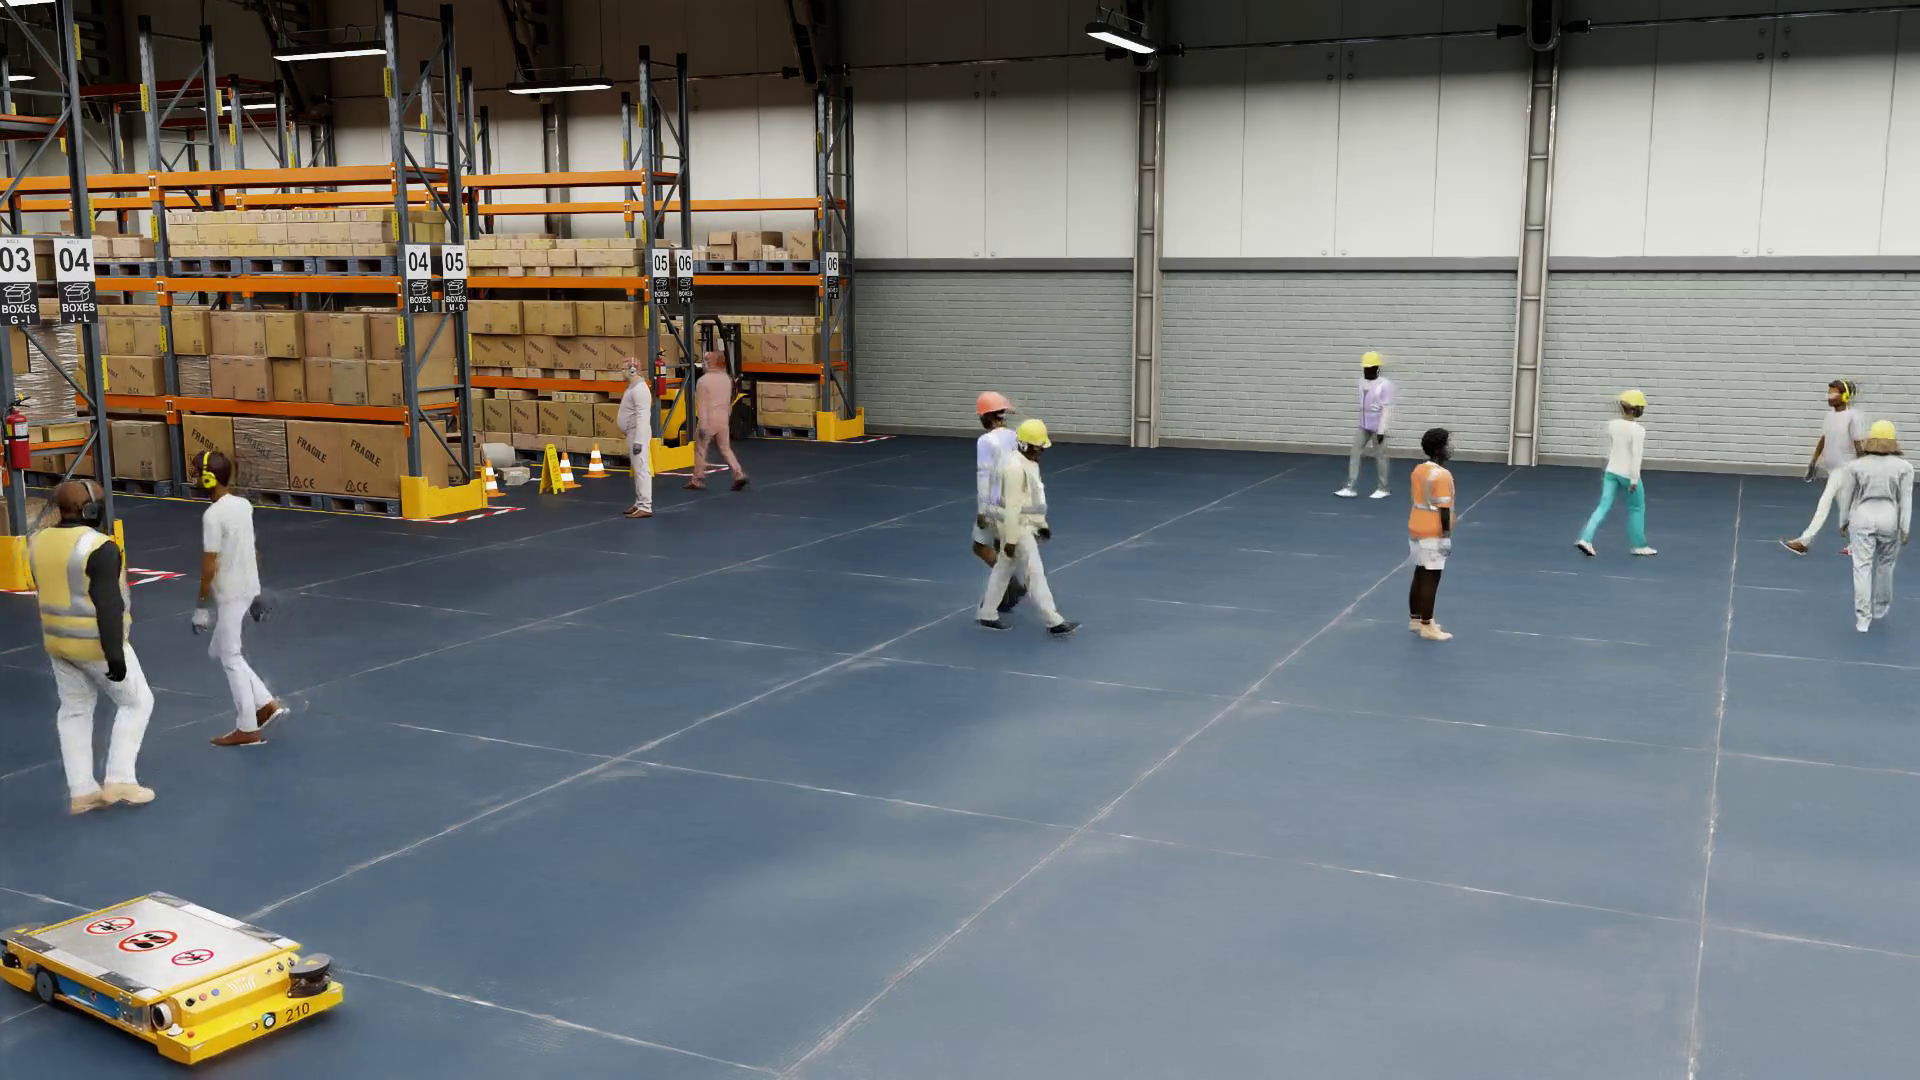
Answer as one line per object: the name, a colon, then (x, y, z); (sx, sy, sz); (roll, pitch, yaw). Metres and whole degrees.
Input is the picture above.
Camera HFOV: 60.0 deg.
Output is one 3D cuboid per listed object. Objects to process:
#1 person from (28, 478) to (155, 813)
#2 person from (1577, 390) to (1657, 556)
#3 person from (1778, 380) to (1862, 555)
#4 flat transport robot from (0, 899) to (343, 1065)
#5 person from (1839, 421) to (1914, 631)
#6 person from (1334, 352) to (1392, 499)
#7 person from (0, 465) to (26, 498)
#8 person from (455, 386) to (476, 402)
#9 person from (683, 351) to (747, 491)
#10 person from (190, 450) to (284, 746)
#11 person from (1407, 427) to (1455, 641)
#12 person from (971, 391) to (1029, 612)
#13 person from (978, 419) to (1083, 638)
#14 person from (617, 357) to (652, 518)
person: (-4.694, 0.574, 9.061); (0.649, 1.824, 0.538); (5, 10, 26)
person: (6.757, -0.680, 17.037); (0.864, 1.728, 0.523); (-4, 10, -21)
person: (8.928, -0.734, 17.093); (1.013, 1.810, 0.528); (-1, 9, -4)
flat transport robot: (-3.224, 1.728, 6.730); (1.431, 0.197, 0.652); (6, 11, 34)
person: (7.556, -0.134, 13.745); (0.513, 1.694, 0.879); (5, 11, 29)
person: (5.177, -1.444, 21.215); (0.908, 1.885, 0.606); (-6, 11, -31)
person: (-11.034, -1.066, 19.060); (0.430, 1.845, 0.624); (6, 11, 34)
person: (-8.410, -2.659, 28.215); (0.535, 2.000, 0.674); (6, 11, 33)
person: (-3.254, -1.573, 22.065); (0.925, 1.870, 0.647); (7, 11, 35)
person: (-4.514, 0.373, 10.222); (0.382, 1.848, 0.506); (-1, 9, -5)
person: (3.757, -0.048, 13.271); (0.320, 1.699, 0.557); (-1, 9, -7)
person: (0.343, -0.309, 14.181); (0.517, 1.916, 0.565); (7, 12, 37)
person: (0.535, -0.085, 13.290); (0.891, 1.765, 0.567); (1, 9, 6)
person: (-3.862, -1.213, 19.759); (0.399, 1.910, 0.643); (-2, 10, -14)
